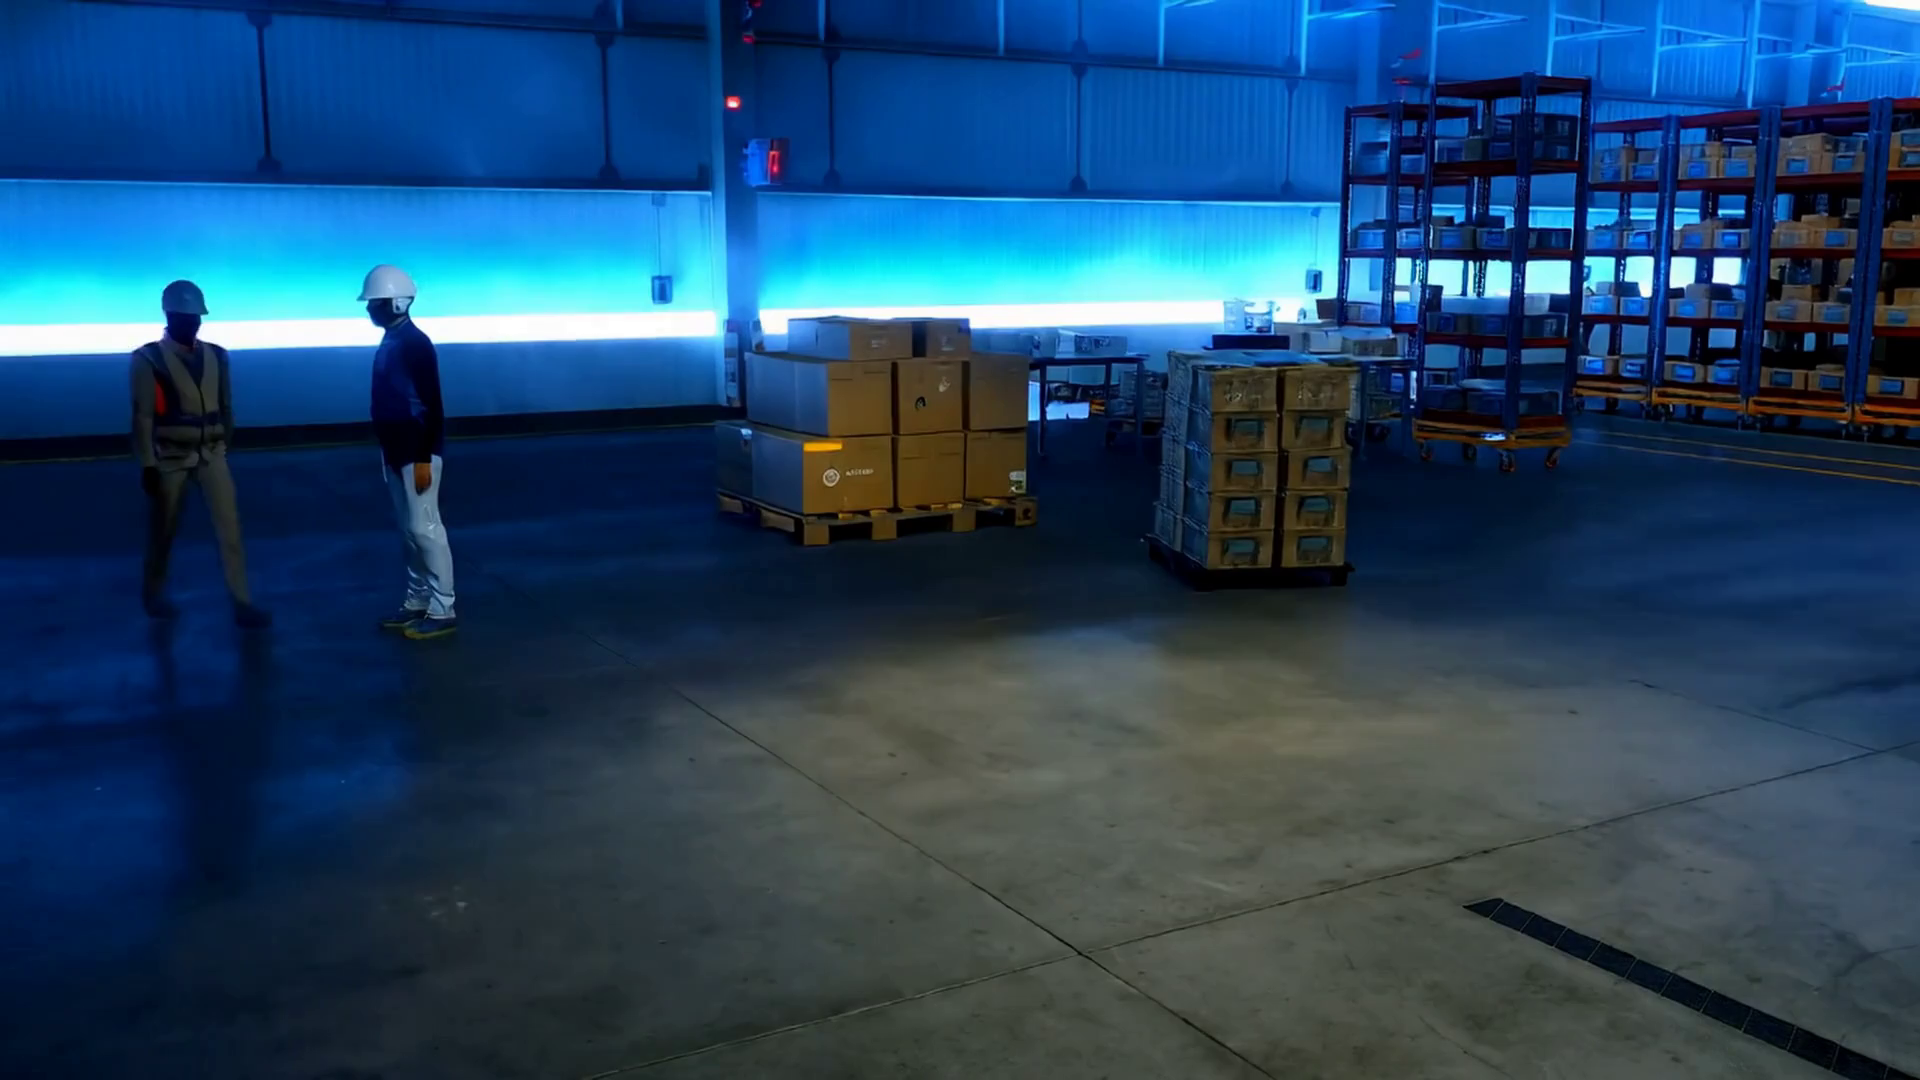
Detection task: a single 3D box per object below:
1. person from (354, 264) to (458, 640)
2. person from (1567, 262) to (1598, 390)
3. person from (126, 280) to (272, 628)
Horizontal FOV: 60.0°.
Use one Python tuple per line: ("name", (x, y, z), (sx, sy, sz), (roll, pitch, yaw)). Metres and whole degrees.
("person", (-2.960, -0.465, 8.858), (0.414, 1.985, 0.611), (-8, 13, -38))
("person", (8.949, -3.050, 23.862), (0.389, 1.850, 0.566), (3, 10, 16))
("person", (-4.242, -0.465, 9.111), (0.996, 1.898, 0.650), (7, 12, 33))
